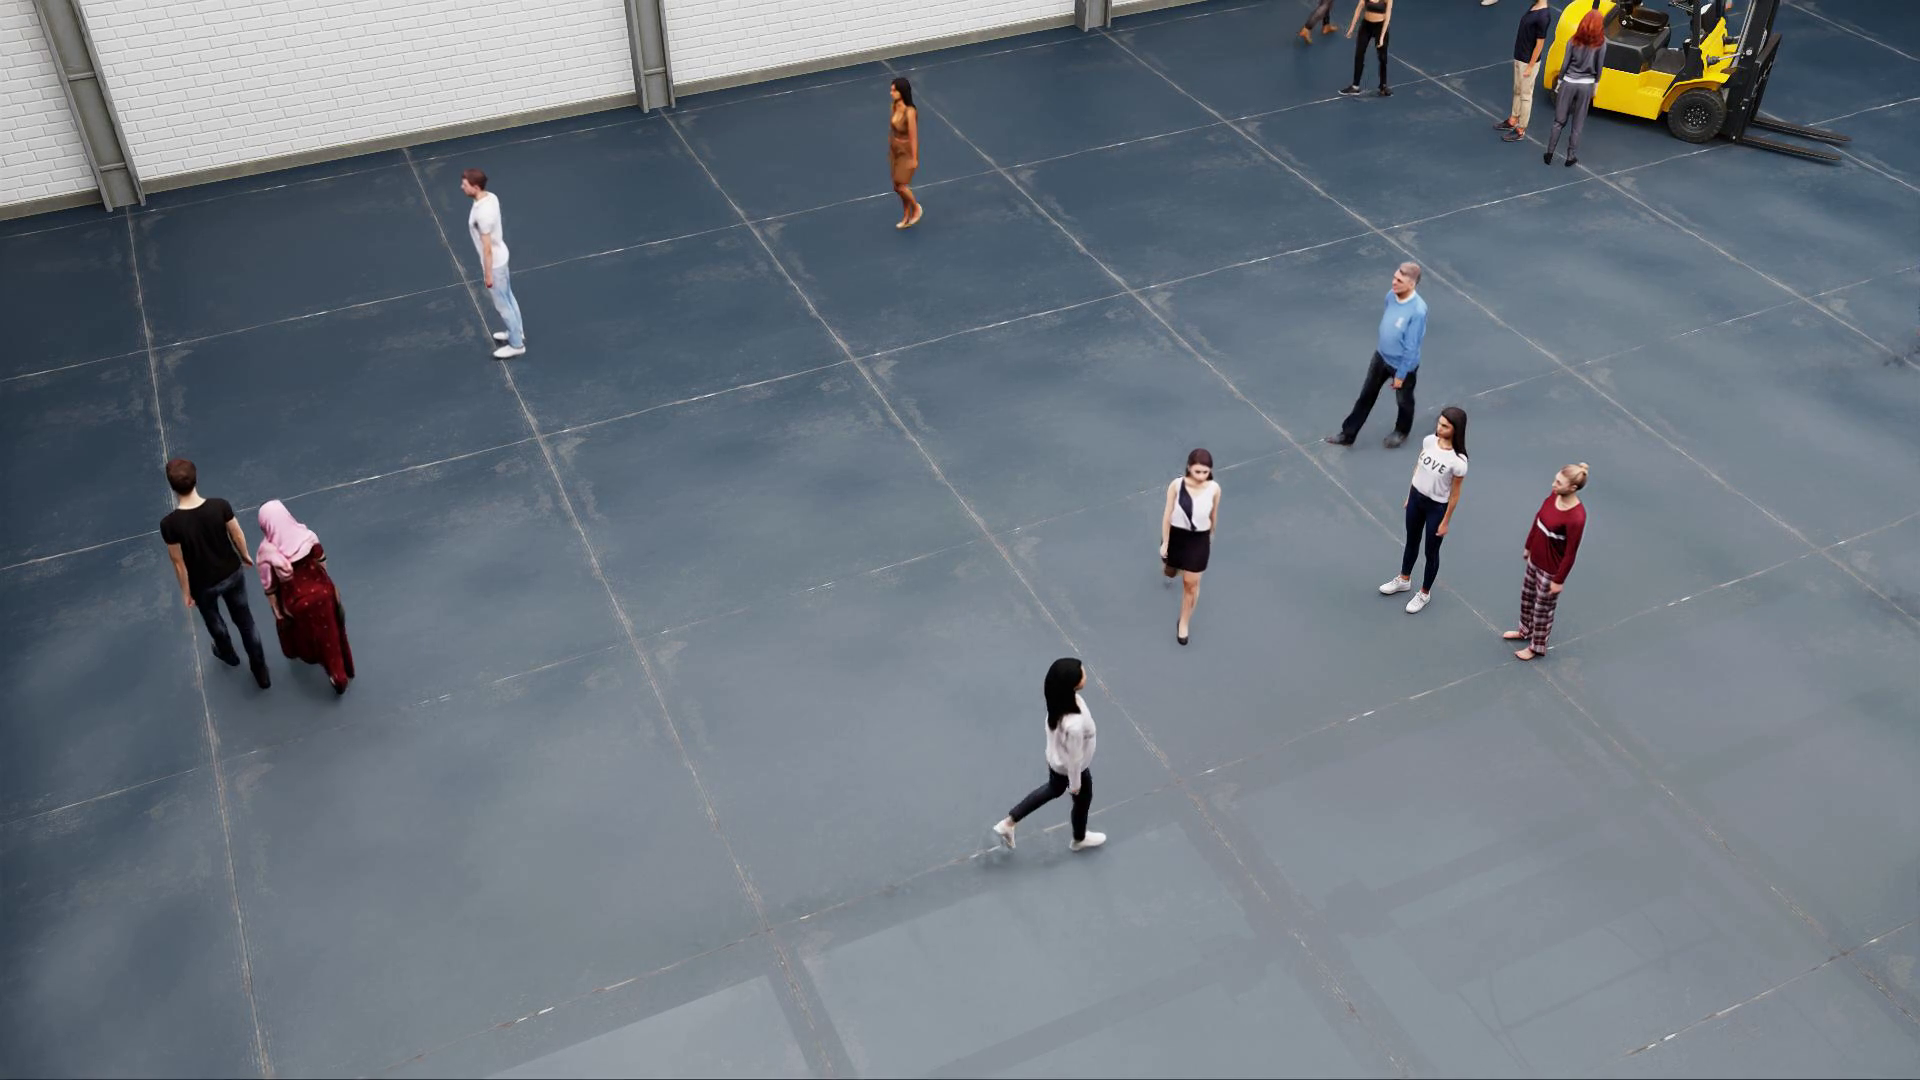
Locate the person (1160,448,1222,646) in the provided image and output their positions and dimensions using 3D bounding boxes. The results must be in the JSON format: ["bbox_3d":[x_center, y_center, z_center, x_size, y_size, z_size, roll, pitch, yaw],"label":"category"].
[{"bbox_3d":[1.661,-0.029,12.279,0.993,1.626,0.913,2,39,2],"label":"person"}]

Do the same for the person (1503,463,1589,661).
[{"bbox_3d":[4.249,0.148,11.999,0.592,1.700,0.672,-7,39,-9],"label":"person"}]

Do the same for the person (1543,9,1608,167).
[{"bbox_3d":[6.809,-4.984,18.361,0.662,1.780,0.711,15,41,18],"label":"person"}]

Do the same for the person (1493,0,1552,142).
[{"bbox_3d":[6.467,-5.472,18.915,0.676,1.851,0.710,0,39,0],"label":"person"}]

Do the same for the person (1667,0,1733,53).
[{"bbox_3d":[9.528,-6.754,20.645,1.188,1.696,0.972,1,39,2],"label":"person"}]

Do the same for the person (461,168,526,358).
[{"bbox_3d":[-4.258,-2.559,15.269,0.680,1.849,0.730,-4,39,-6],"label":"person"}]

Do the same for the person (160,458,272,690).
[{"bbox_3d":[-5.183,0.304,11.662,0.892,1.876,0.869,-26,45,-29],"label":"person"}]

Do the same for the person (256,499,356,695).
[{"bbox_3d":[-4.609,0.413,11.743,0.949,1.605,0.808,-25,45,-28],"label":"person"}]

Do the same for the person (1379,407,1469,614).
[{"bbox_3d":[3.520,-0.244,12.430,0.552,1.775,0.610,-22,43,-25],"label":"person"}]

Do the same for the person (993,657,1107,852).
[{"bbox_3d":[0.592,1.397,10.451,1.018,1.681,0.712,-10,40,-12],"label":"person"}]

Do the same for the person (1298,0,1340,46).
[{"bbox_3d":[4.637,-7.179,21.162,1.061,1.713,0.706,-20,43,-24],"label":"person"}]

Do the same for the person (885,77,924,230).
[{"bbox_3d":[-0.509,-3.984,17.192,0.644,1.676,0.615,-22,44,-25],"label":"person"}]

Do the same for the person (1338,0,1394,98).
[{"bbox_3d":[4.903,-6.089,19.869,0.896,1.625,0.909,-29,47,-31],"label":"person"}]

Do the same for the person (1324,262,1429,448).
[{"bbox_3d":[3.768,-1.551,14.062,1.071,1.780,0.721,-20,43,-23],"label":"person"}]
